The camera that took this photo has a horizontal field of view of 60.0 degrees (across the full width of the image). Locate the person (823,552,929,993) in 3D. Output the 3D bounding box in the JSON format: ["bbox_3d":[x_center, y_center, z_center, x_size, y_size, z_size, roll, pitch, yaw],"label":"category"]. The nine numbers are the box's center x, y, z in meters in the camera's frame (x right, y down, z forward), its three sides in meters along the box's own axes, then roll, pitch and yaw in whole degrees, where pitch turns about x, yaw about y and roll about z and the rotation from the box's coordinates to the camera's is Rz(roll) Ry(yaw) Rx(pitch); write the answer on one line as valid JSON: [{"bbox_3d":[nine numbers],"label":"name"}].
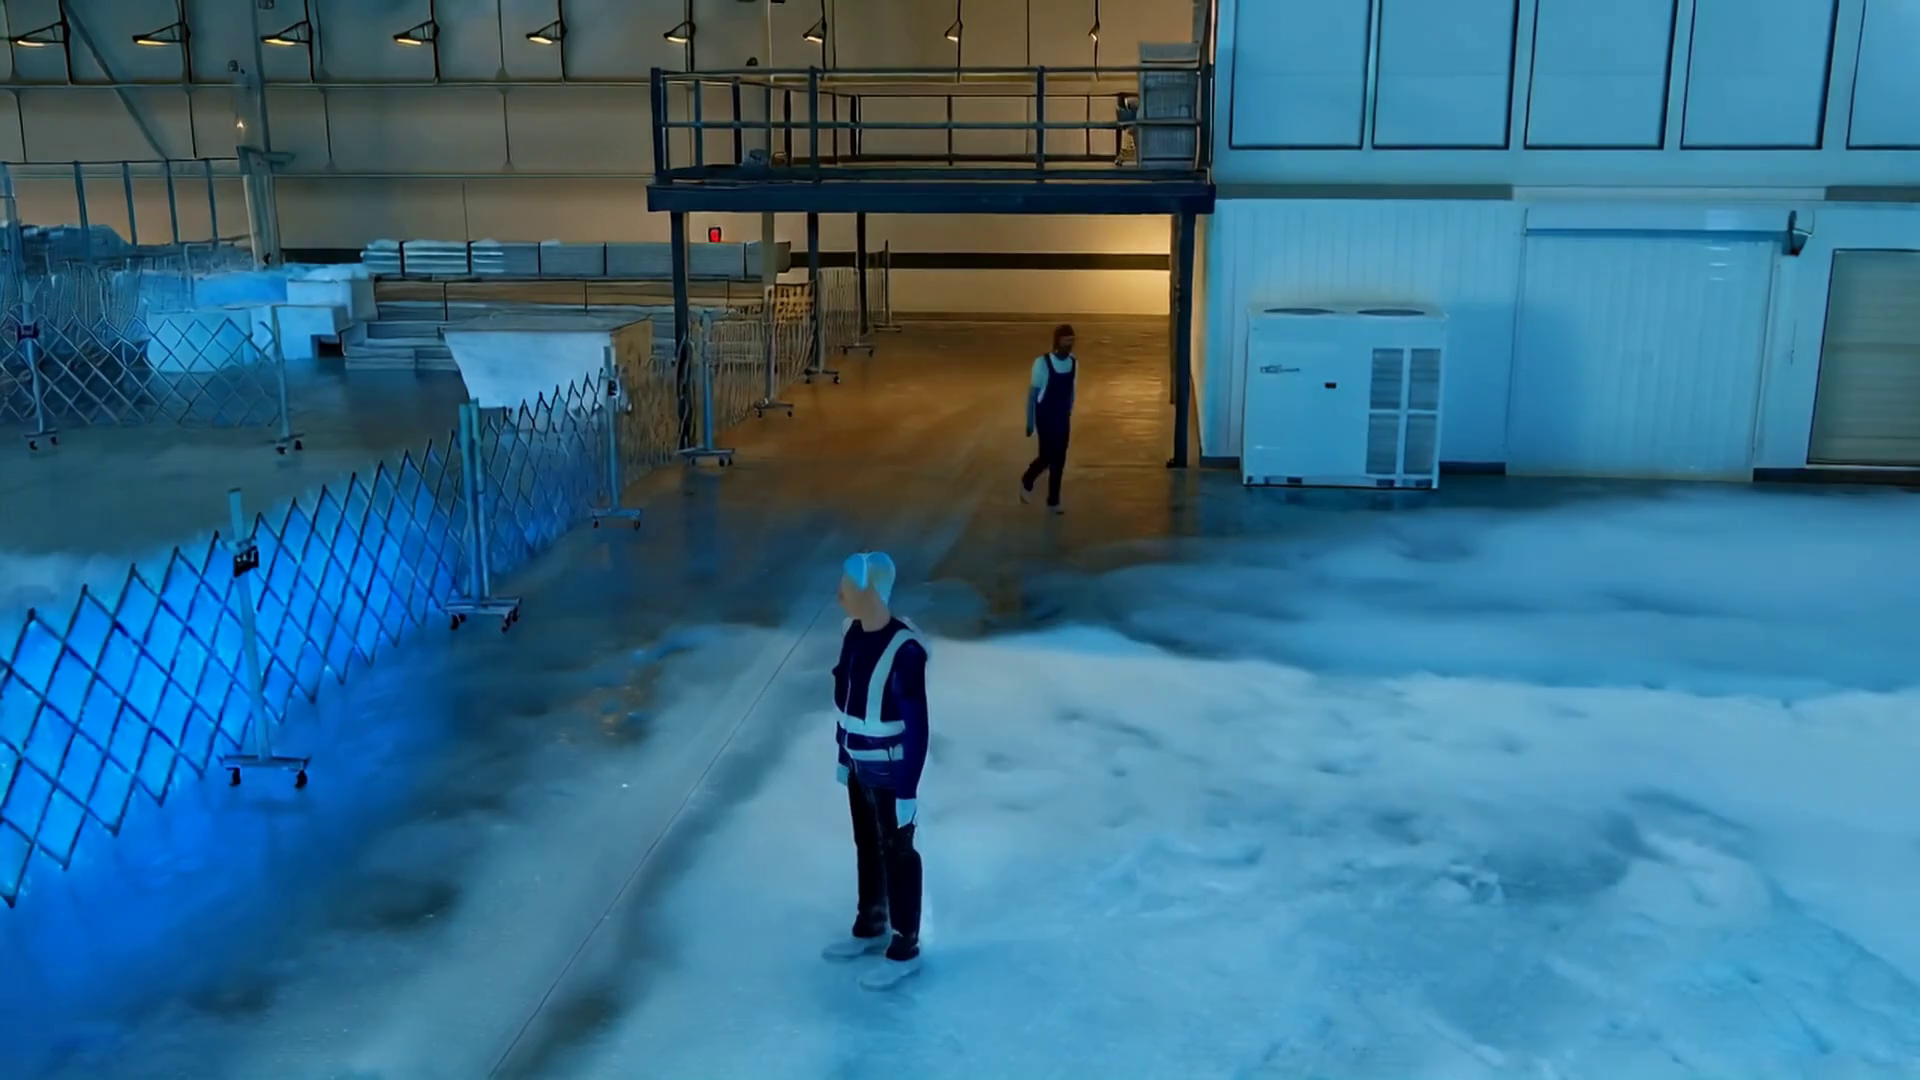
[{"bbox_3d":[-0.346,0.955,6.961,0.358,1.885,0.572,-8,16,-31],"label":"person"}]

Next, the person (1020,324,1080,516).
[{"bbox_3d":[0.853,-1.138,15.655,0.520,1.819,0.540,-9,16,-32],"label":"person"}]
